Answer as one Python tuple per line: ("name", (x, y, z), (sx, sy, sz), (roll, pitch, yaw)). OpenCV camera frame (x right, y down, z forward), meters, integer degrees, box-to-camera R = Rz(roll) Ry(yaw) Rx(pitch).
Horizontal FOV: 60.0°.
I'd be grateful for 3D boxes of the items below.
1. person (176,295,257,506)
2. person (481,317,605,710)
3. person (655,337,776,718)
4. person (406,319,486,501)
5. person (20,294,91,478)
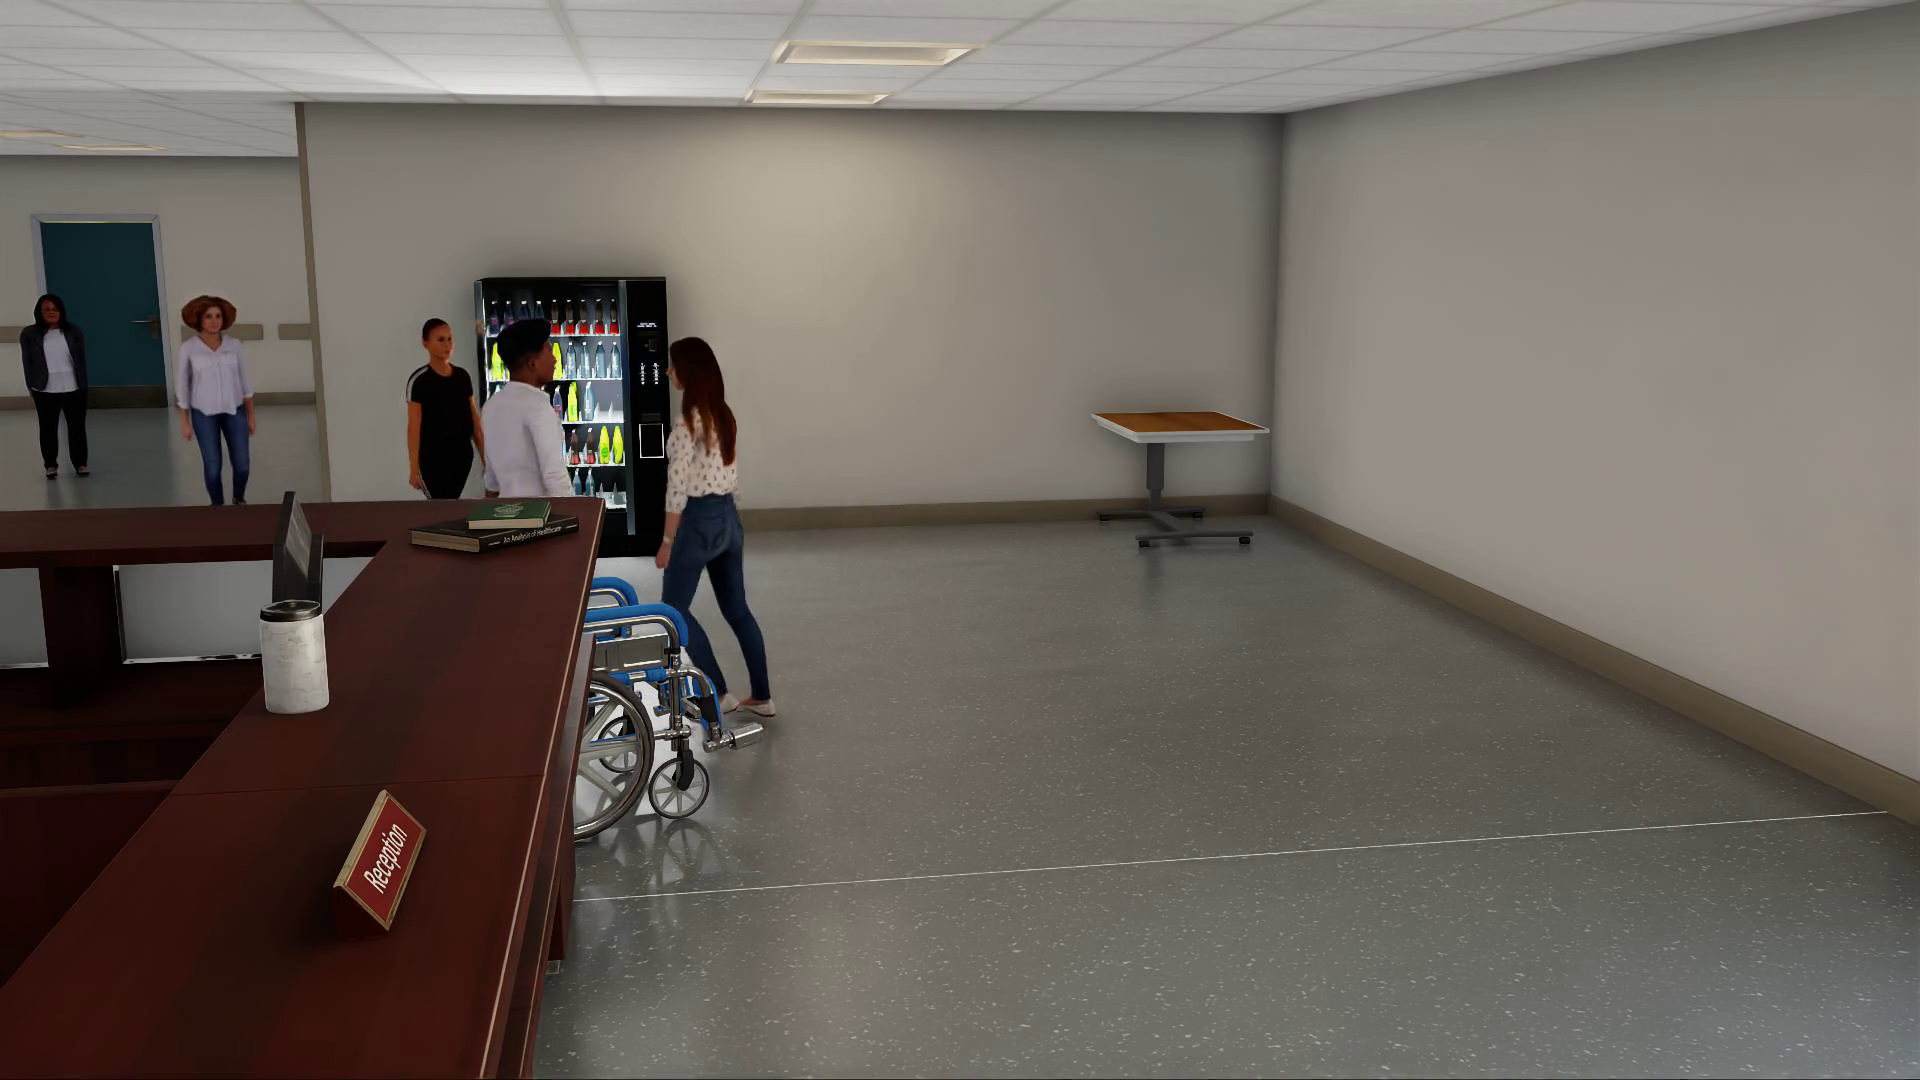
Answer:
("person", (-5.381, -0.923, 12.047), (0.681, 1.694, 0.816), (-6, 12, -28))
("person", (-1.886, -0.001, 7.008), (1.261, 1.762, 1.015), (-9, 14, -39))
("person", (-1.060, -0.002, 7.180), (0.782, 1.699, 0.742), (7, 13, 32))
("person", (-3.043, -0.434, 9.646), (1.145, 1.627, 1.064), (7, 13, 32))
("person", (-7.882, -1.348, 14.554), (0.744, 1.595, 0.833), (-8, 14, -37))
